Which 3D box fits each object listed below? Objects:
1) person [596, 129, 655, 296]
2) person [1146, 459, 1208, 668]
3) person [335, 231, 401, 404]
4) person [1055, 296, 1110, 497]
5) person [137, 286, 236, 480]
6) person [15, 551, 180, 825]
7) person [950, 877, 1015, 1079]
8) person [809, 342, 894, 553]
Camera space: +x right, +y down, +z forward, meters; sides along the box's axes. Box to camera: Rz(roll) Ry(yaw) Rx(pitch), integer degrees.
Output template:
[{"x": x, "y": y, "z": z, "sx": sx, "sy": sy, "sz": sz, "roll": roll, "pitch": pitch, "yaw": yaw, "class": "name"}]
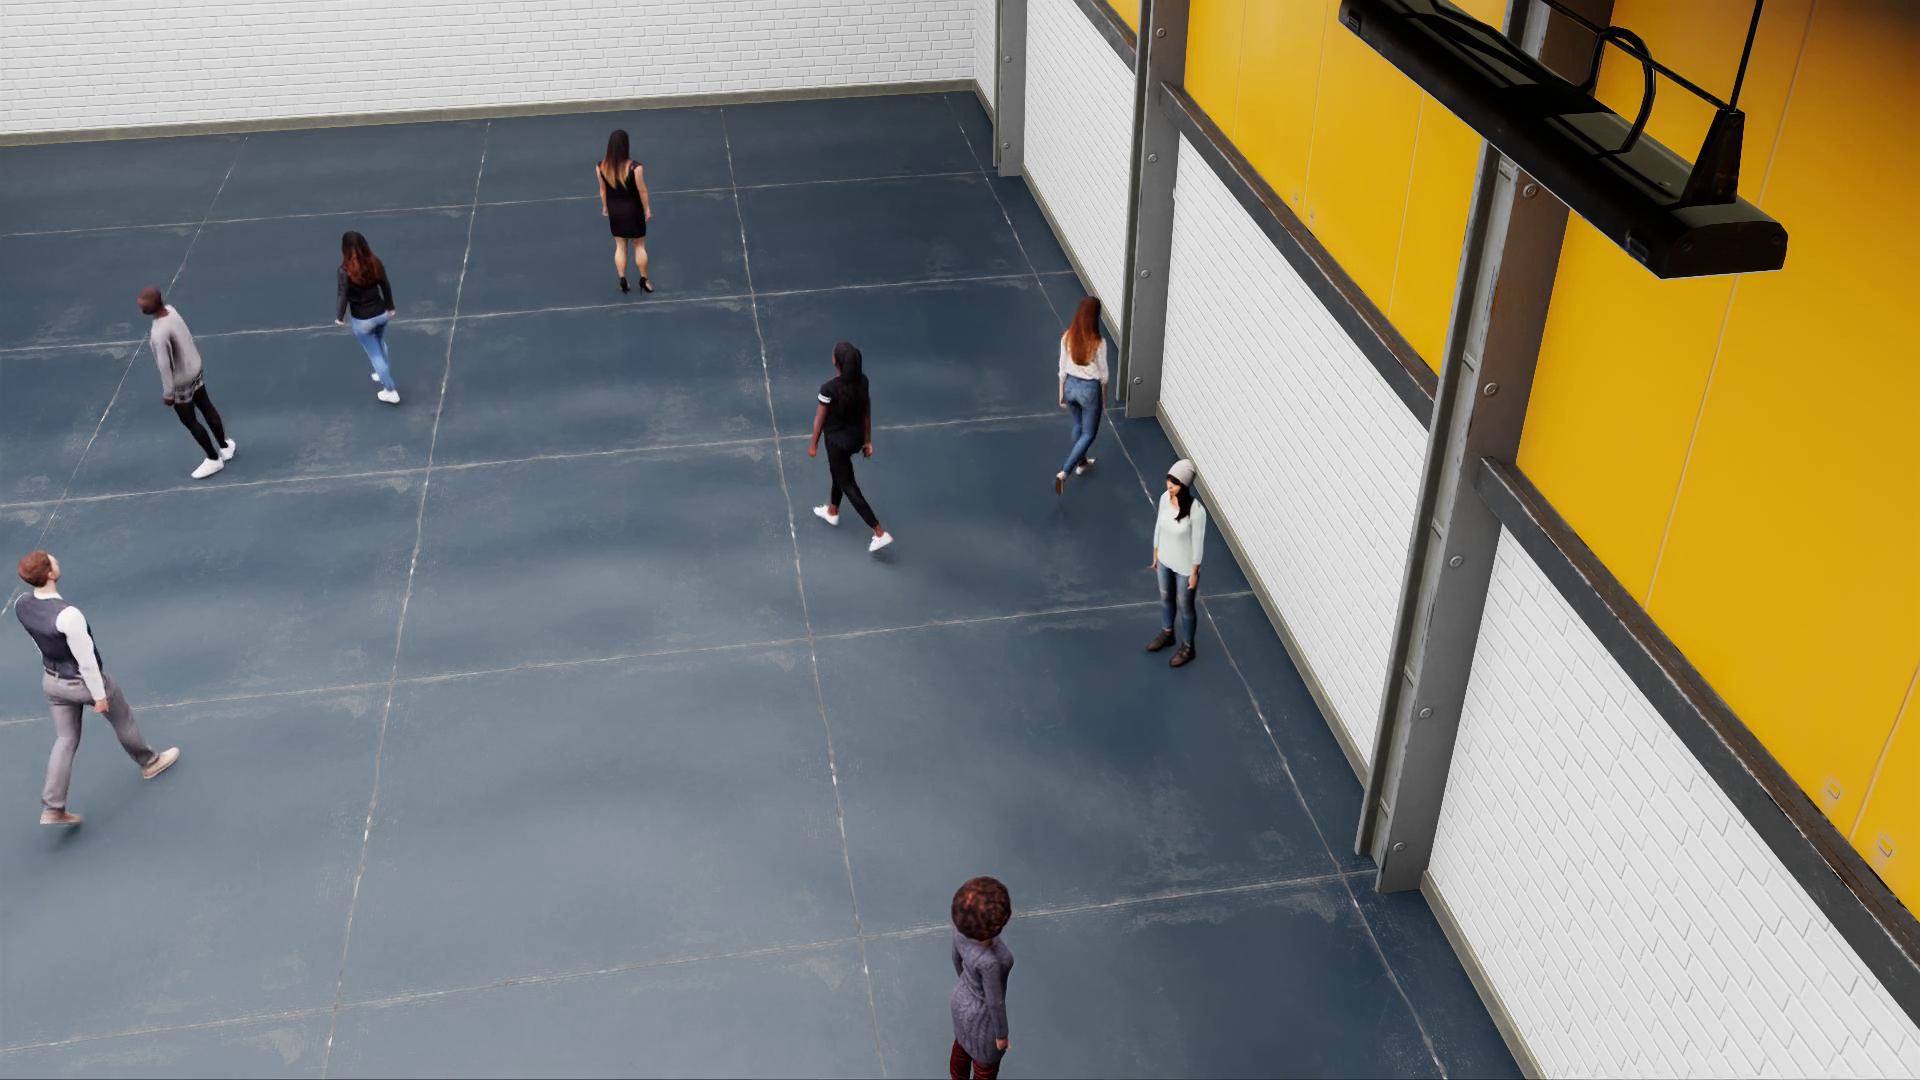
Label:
[{"x": -3.384, "y": -3.310, "z": 16.861, "sx": 0.737, "sy": 1.716, "sz": 0.713, "roll": 5, "pitch": 34, "yaw": 7, "class": "person"}, {"x": 1.545, "y": 0.148, "z": 11.725, "sx": 0.699, "sy": 1.641, "sz": 0.588, "roll": -25, "pitch": 41, "yaw": -33, "class": "person"}, {"x": -5.253, "y": -1.978, "z": 14.944, "sx": 0.930, "sy": 1.619, "sz": 0.873, "roll": 20, "pitch": 38, "yaw": 27, "class": "person"}, {"x": 0.969, "y": -1.159, "z": 13.635, "sx": 0.993, "sy": 1.703, "sz": 1.089, "roll": 18, "pitch": 38, "yaw": 25, "class": "person"}, {"x": -6.446, "y": -1.391, "z": 13.942, "sx": 0.876, "sy": 1.750, "sz": 0.515, "roll": 3, "pitch": 34, "yaw": 5, "class": "person"}, {"x": -5.549, "y": 0.935, "z": 10.308, "sx": 1.082, "sy": 1.900, "sz": 1.328, "roll": 11, "pitch": 35, "yaw": 16, "class": "person"}, {"x": 0.089, "y": 2.364, "z": 8.328, "sx": 0.692, "sy": 1.711, "sz": 0.530, "roll": -15, "pitch": 37, "yaw": -21, "class": "person"}, {"x": -0.837, "y": -0.697, "z": 12.950, "sx": 1.241, "sy": 1.692, "sz": 1.081, "roll": 26, "pitch": 42, "yaw": 34, "class": "person"}]
